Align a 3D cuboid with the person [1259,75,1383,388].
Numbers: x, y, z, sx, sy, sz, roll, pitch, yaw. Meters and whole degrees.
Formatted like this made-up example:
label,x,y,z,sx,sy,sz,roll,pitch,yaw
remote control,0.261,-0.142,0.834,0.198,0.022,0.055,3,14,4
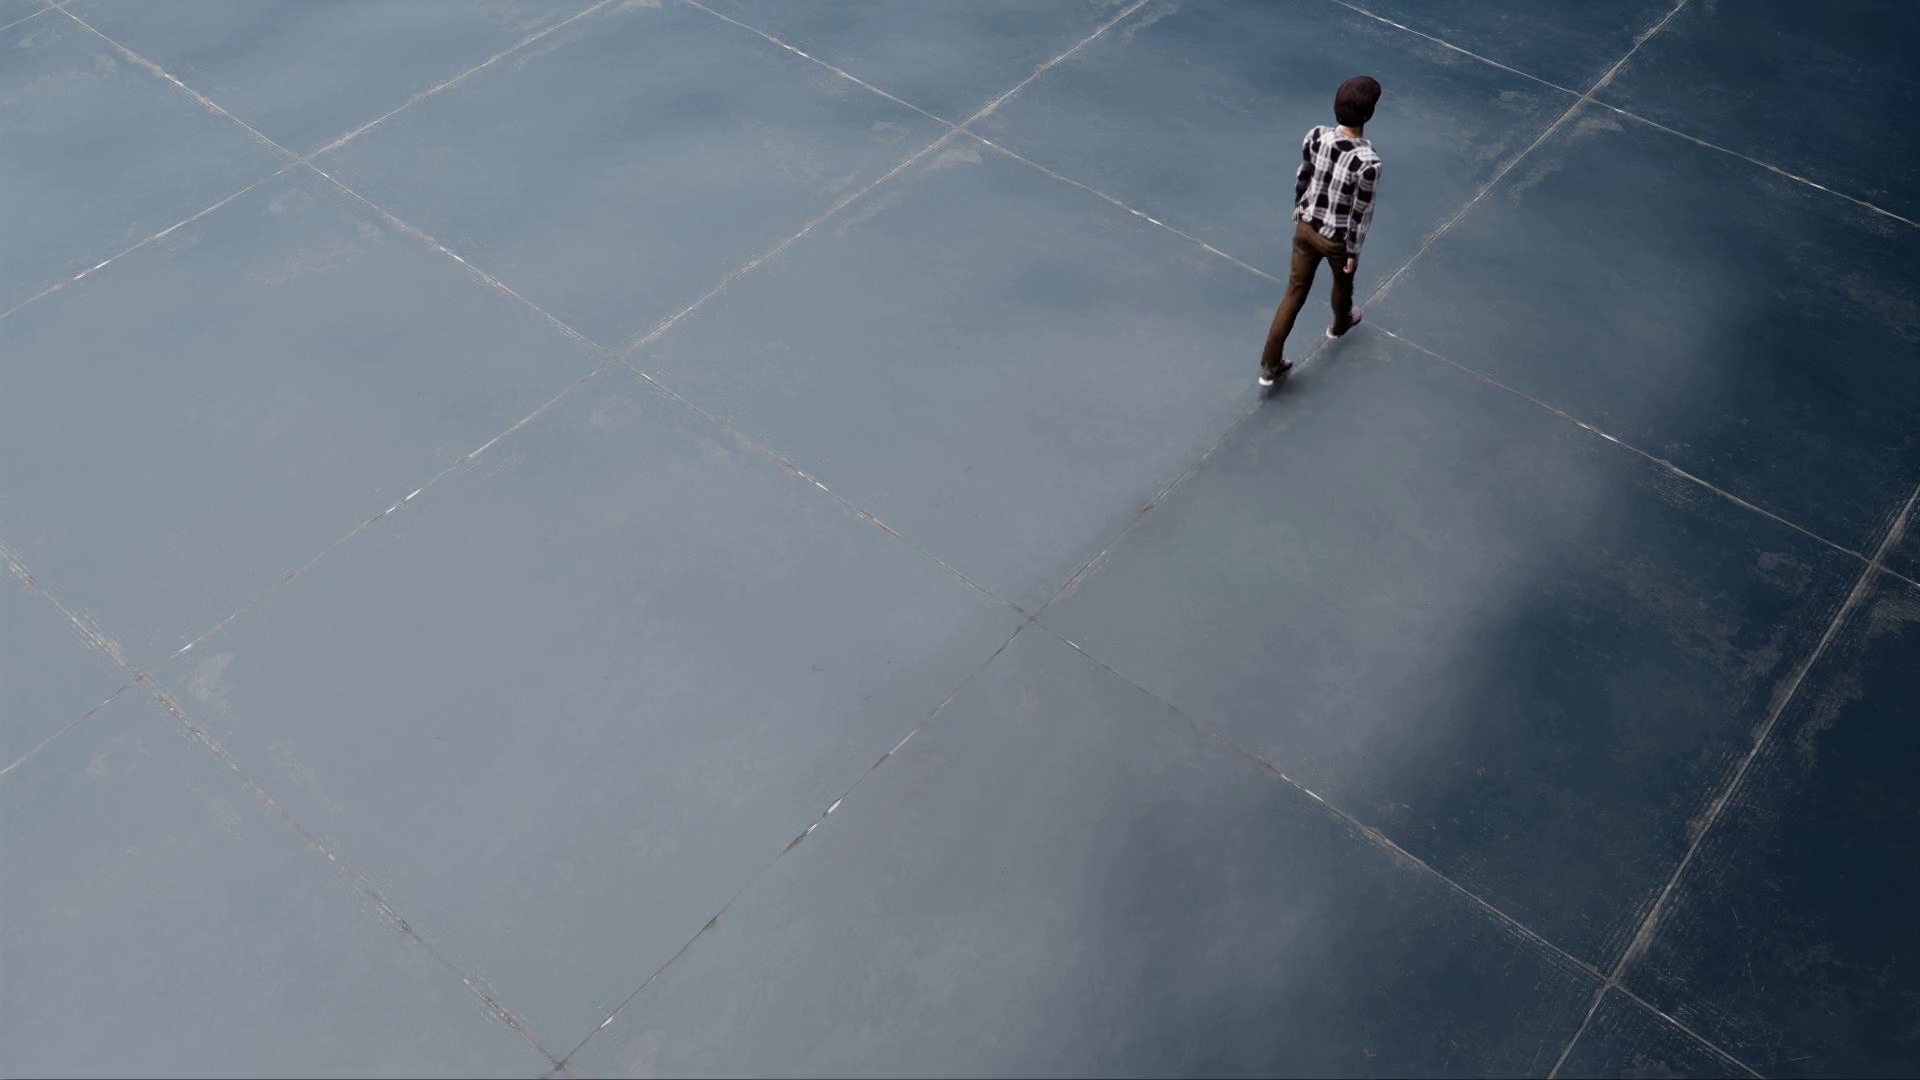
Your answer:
label,x,y,z,sx,sy,sz,roll,pitch,yaw
person,1.868,-1.565,8.693,0.664,1.762,1.133,35,56,28
